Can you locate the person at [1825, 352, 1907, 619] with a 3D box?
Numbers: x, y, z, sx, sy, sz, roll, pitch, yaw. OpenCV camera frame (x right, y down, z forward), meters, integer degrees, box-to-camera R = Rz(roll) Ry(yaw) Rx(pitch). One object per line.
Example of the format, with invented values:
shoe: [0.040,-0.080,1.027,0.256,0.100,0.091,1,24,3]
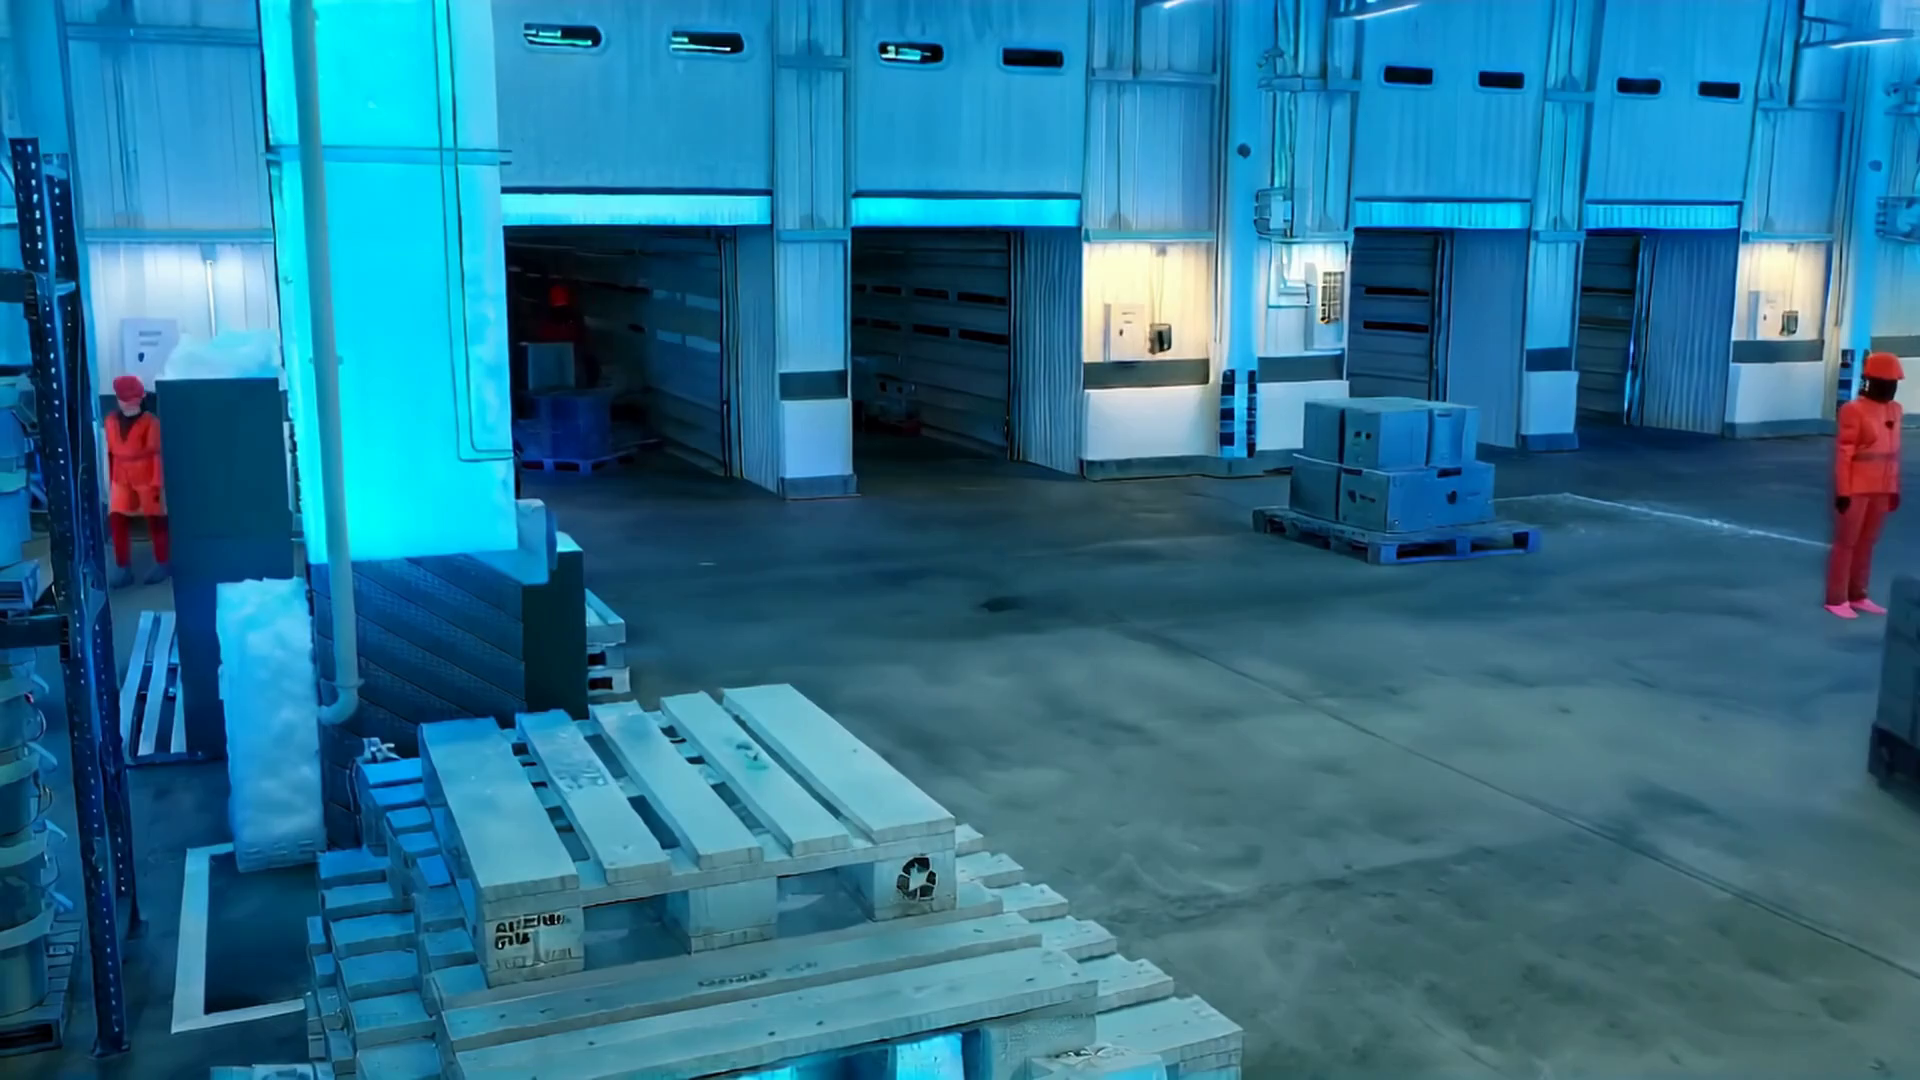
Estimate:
person: [6.561,-0.393,11.982,0.592,1.925,0.385,-5,11,-24]

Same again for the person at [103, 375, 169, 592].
person: [-6.414,-0.427,12.842,0.558,1.668,0.709,1,10,8]

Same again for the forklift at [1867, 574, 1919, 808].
forklift: [5.046,-0.008,7.229,1.129,2.768,1.873,0,10,1]
